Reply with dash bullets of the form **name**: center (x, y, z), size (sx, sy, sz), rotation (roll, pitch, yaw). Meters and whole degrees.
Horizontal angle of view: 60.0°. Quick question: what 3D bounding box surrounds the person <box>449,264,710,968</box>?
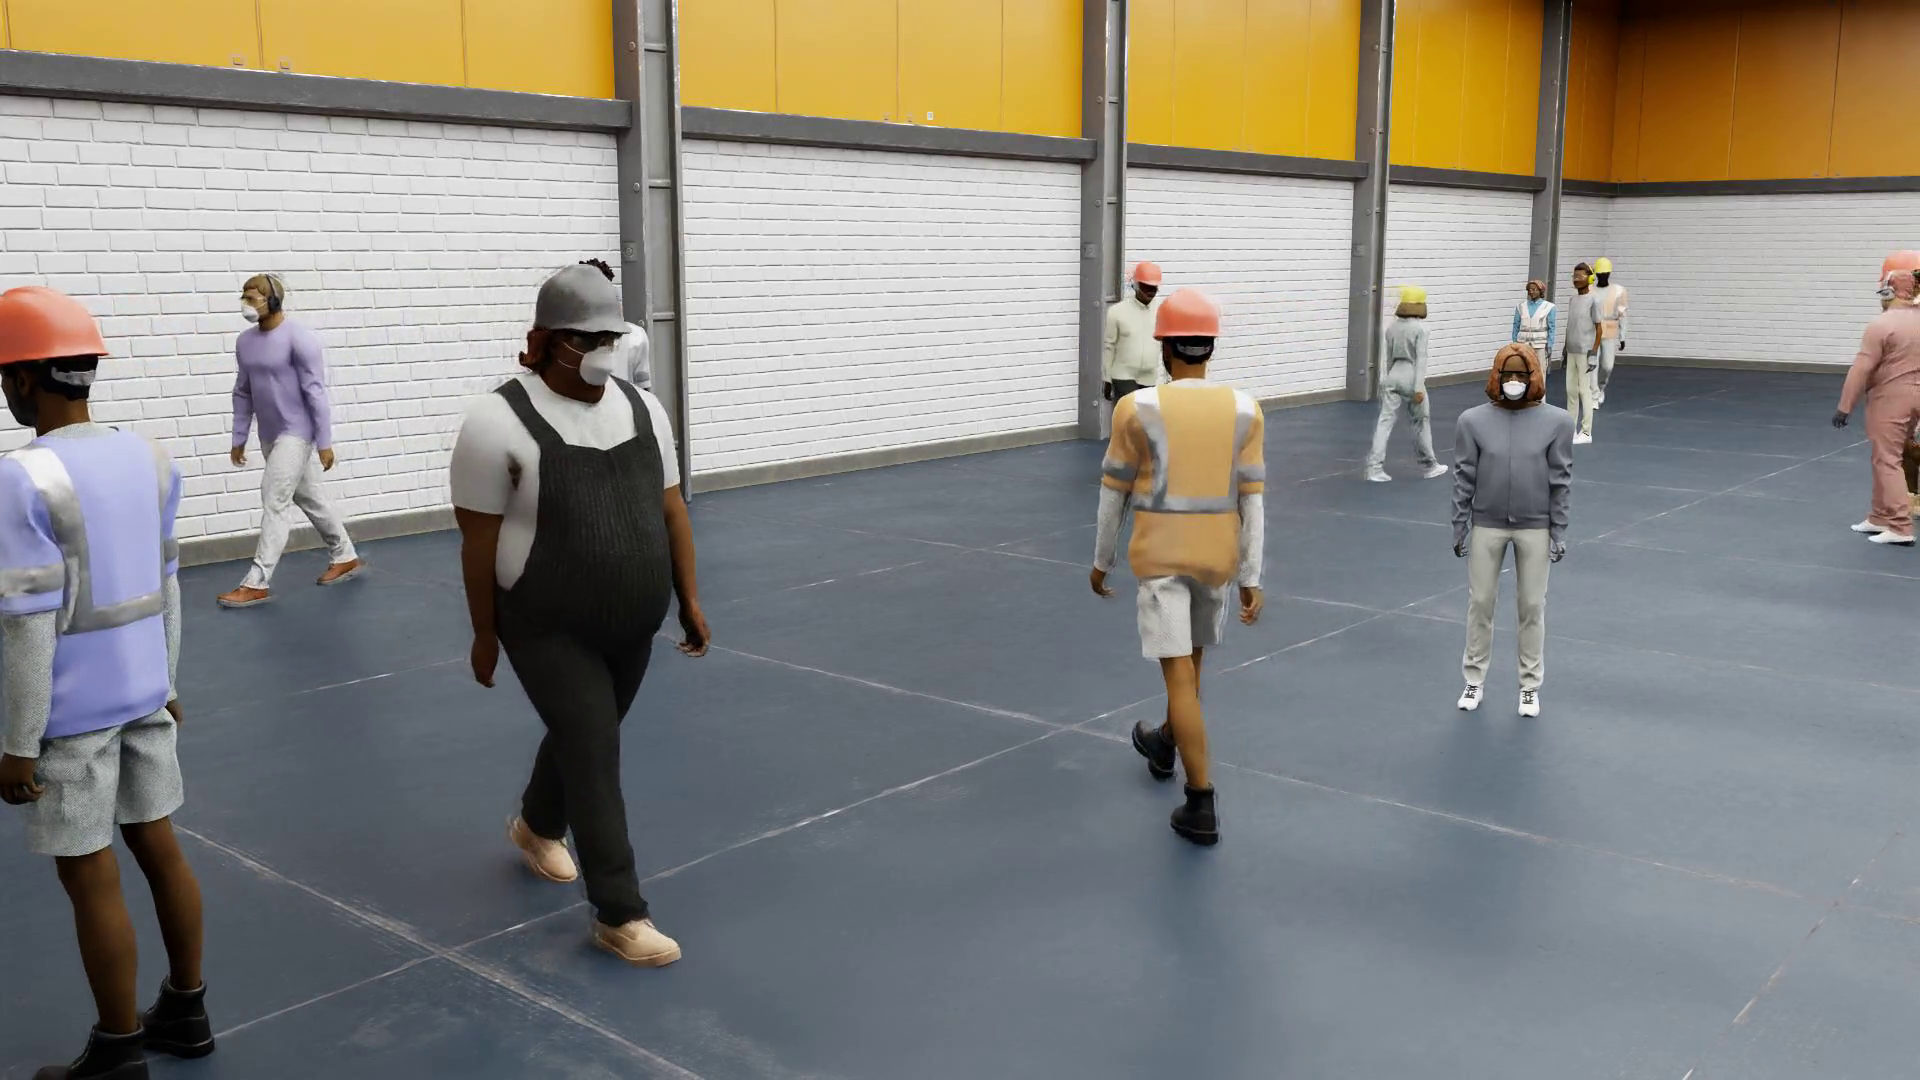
- **person**: center (-1.154, 0.141, 4.978), size (1.036, 2.000, 0.693), rotation (9, 13, 41)

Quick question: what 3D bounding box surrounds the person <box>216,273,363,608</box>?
- **person**: center (-3.921, -0.602, 9.684), size (0.650, 1.887, 1.032), rotation (7, 12, 33)

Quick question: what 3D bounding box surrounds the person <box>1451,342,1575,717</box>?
- **person**: center (2.382, -0.043, 7.216), size (0.494, 1.624, 0.284), rotation (4, 11, 20)

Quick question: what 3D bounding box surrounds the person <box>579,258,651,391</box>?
- **person**: center (-2.008, -0.576, 9.273), size (0.603, 1.966, 0.367), rotation (-7, 12, -34)

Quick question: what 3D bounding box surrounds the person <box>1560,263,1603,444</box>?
- **person**: center (6.424, -1.933, 17.270), size (0.315, 1.871, 0.534), rotation (-3, 10, -17)

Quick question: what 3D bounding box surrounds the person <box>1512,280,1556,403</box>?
- **person**: center (6.989, -2.349, 20.296), size (0.515, 1.641, 0.308), rotation (8, 12, 37)

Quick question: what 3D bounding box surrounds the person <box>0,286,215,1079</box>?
- **person**: center (-2.078, 0.376, 3.939), size (0.378, 1.932, 0.551), rotation (2, 10, 13)

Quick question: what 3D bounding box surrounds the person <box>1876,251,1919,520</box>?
- **person**: center (7.078, -1.133, 12.353), size (0.609, 1.999, 0.664), rotation (2, 10, 11)

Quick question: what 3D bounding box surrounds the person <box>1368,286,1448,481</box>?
- **person**: center (3.903, -1.361, 14.493), size (0.895, 1.688, 0.504), rotation (-7, 12, -34)

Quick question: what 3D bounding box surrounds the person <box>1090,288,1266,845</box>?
- **person**: center (0.764, 0.054, 5.936), size (0.562, 1.872, 1.027), rotation (-2, 10, -14)

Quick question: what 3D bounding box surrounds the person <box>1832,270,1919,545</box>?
- **person**: center (6.436, -0.911, 11.465), size (0.689, 1.874, 0.646), rotation (-4, 11, -23)

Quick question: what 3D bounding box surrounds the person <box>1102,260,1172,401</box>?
- **person**: center (1.470, -1.394, 14.071), size (0.624, 1.938, 0.934), rotation (-3, 10, -18)

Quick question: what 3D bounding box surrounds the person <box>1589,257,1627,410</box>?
- **person**: center (8.082, -2.607, 21.008), size (0.597, 1.905, 0.642), rotation (3, 10, 14)
